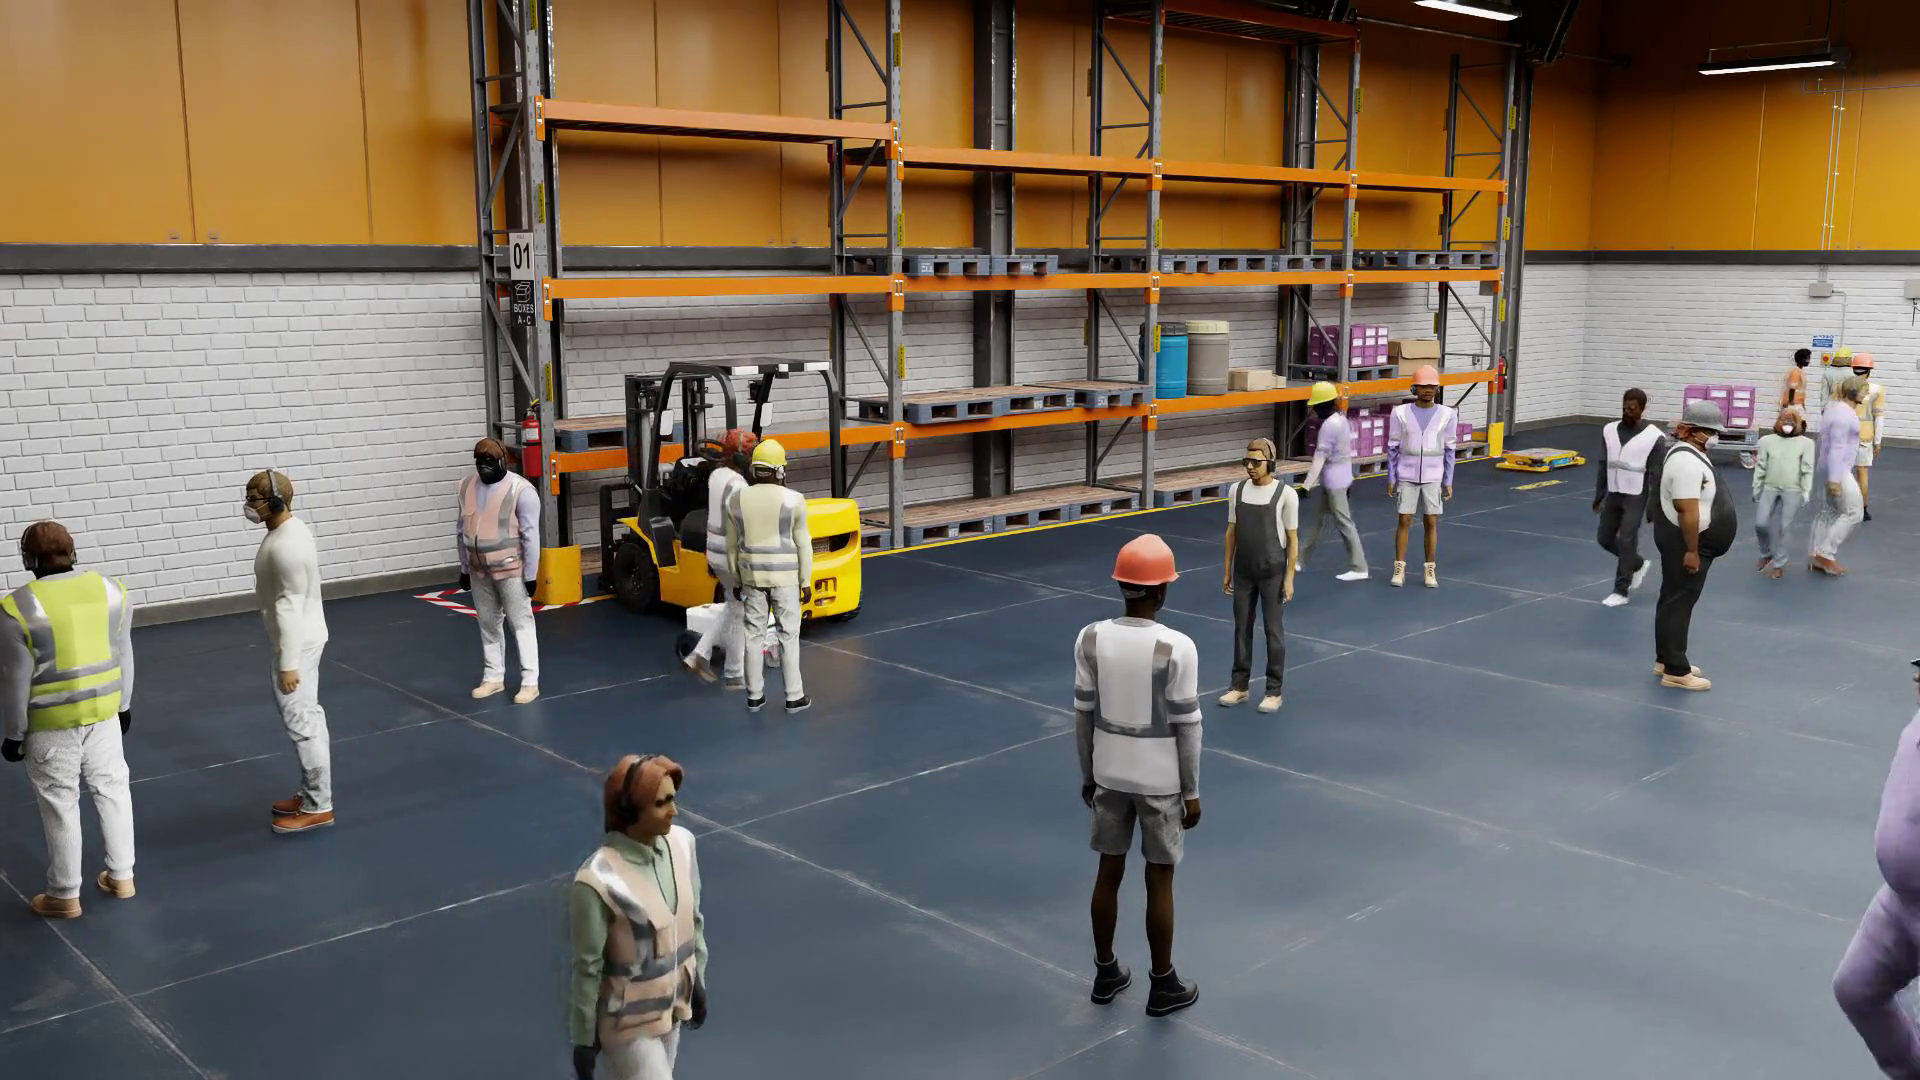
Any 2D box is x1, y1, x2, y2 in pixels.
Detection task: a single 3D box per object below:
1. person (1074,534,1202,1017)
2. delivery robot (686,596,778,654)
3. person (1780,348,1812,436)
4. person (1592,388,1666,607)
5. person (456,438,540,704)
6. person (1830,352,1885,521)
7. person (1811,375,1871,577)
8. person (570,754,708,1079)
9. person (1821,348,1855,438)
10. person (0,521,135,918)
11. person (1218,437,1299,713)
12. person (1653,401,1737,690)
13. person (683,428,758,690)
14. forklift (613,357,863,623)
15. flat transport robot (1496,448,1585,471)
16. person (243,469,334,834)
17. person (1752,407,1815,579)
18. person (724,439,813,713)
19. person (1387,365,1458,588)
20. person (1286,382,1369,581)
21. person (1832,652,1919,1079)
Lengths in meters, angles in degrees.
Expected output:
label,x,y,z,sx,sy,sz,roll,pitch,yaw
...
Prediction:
label,x,y,z,sx,sy,sz,roll,pitch,yaw
person,0.724,0.939,6.680,0.543,1.939,0.360,6,11,32
delivery robot,-1.681,0.627,12.278,0.707,0.478,0.477,7,12,36
person,12.446,-1.996,24.626,0.694,1.663,0.544,5,11,27
person,5.855,-0.386,14.516,0.634,1.902,0.615,-6,11,-31
person,-3.135,0.211,11.305,0.638,1.831,0.432,4,11,23
person,10.306,-1.186,19.133,0.551,1.932,0.377,7,12,37
person,8.328,-0.596,15.703,0.463,1.922,0.652,5,11,27
person,-1.007,1.401,4.967,0.772,1.610,0.514,4,11,24
person,12.540,-1.872,23.733,0.483,1.736,0.311,8,13,40
person,-4.125,0.820,7.685,0.429,1.837,0.621,6,11,31
person,1.996,0.230,11.101,0.511,1.844,0.328,7,12,35
person,5.197,0.017,11.778,0.536,2.000,0.673,3,10,17
person,-1.587,0.155,11.484,0.460,1.869,0.608,-5,11,-29
forklift,-1.847,-0.414,13.852,1.214,2.155,2.313,-9,13,-42
flat transport robot,8.328,-1.158,23.833,1.431,0.197,0.652,-9,14,-44
person,-3.548,0.580,8.827,0.371,1.933,0.632,-4,10,-21
person,7.759,-0.447,15.714,0.516,1.620,0.368,7,12,35
person,-1.252,0.245,11.056,0.586,1.833,0.403,2,10,11
person,4.220,-0.577,15.241,0.608,2.048,0.364,2,10,14
person,3.428,-0.547,15.612,0.959,1.857,0.589,3,10,17
person,3.122,1.189,5.341,0.439,1.888,0.685,1,10,7
